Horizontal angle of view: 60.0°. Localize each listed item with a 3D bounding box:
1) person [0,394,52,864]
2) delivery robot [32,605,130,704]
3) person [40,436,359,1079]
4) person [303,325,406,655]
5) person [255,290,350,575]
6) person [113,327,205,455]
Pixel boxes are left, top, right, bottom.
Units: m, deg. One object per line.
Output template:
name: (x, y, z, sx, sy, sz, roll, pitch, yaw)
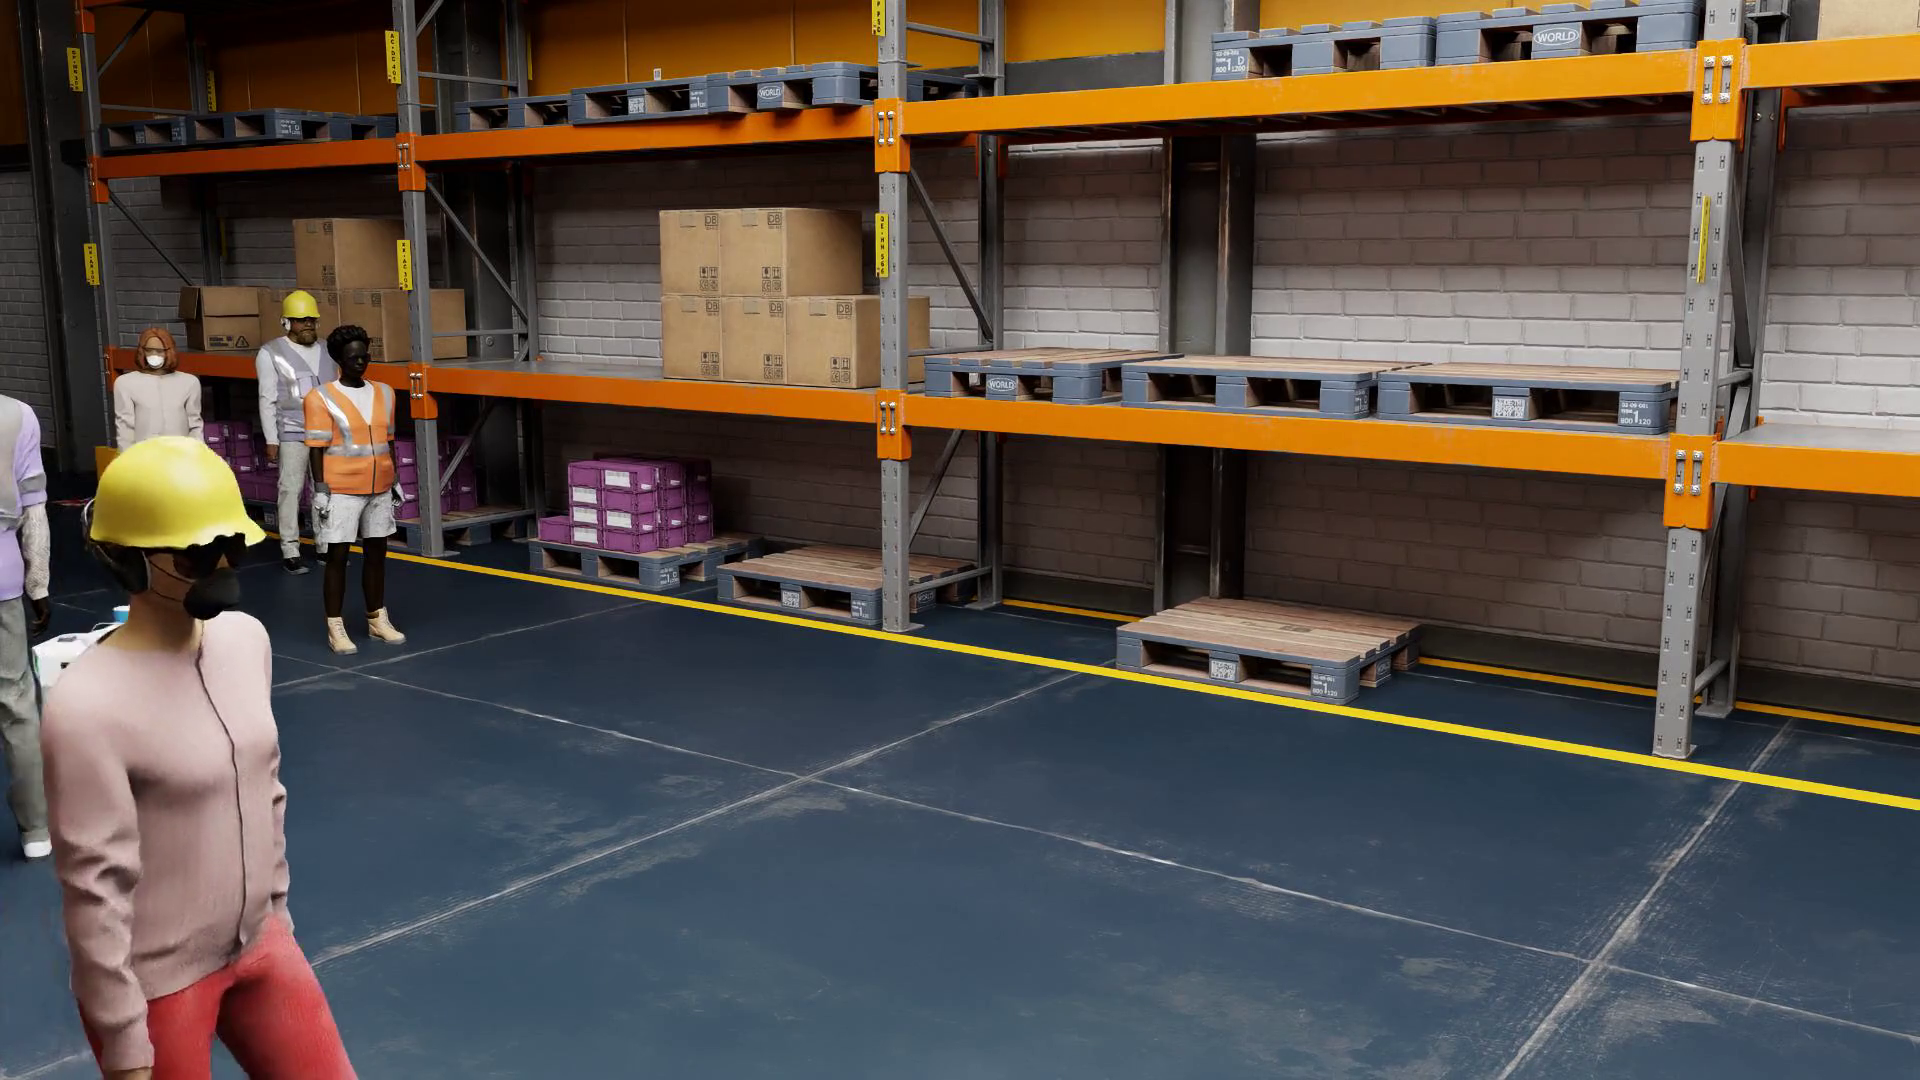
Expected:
person: (-3.300, 0.157, 5.453, 0.589, 1.923, 0.383, -8, 12, -40)
delivery robot: (-3.526, 0.522, 7.069, 0.707, 0.478, 0.477, 0, 9, -2)
person: (-1.235, 0.699, 2.735, 0.372, 1.750, 0.542, 2, 10, 12)
person: (-3.127, -0.264, 8.634, 0.316, 1.695, 0.541, 7, 12, 35)
person: (-4.248, -0.700, 10.828, 0.404, 1.830, 0.600, 7, 12, 35)
person: (-4.777, -0.458, 9.976, 0.498, 1.633, 0.283, -8, 13, -40)
